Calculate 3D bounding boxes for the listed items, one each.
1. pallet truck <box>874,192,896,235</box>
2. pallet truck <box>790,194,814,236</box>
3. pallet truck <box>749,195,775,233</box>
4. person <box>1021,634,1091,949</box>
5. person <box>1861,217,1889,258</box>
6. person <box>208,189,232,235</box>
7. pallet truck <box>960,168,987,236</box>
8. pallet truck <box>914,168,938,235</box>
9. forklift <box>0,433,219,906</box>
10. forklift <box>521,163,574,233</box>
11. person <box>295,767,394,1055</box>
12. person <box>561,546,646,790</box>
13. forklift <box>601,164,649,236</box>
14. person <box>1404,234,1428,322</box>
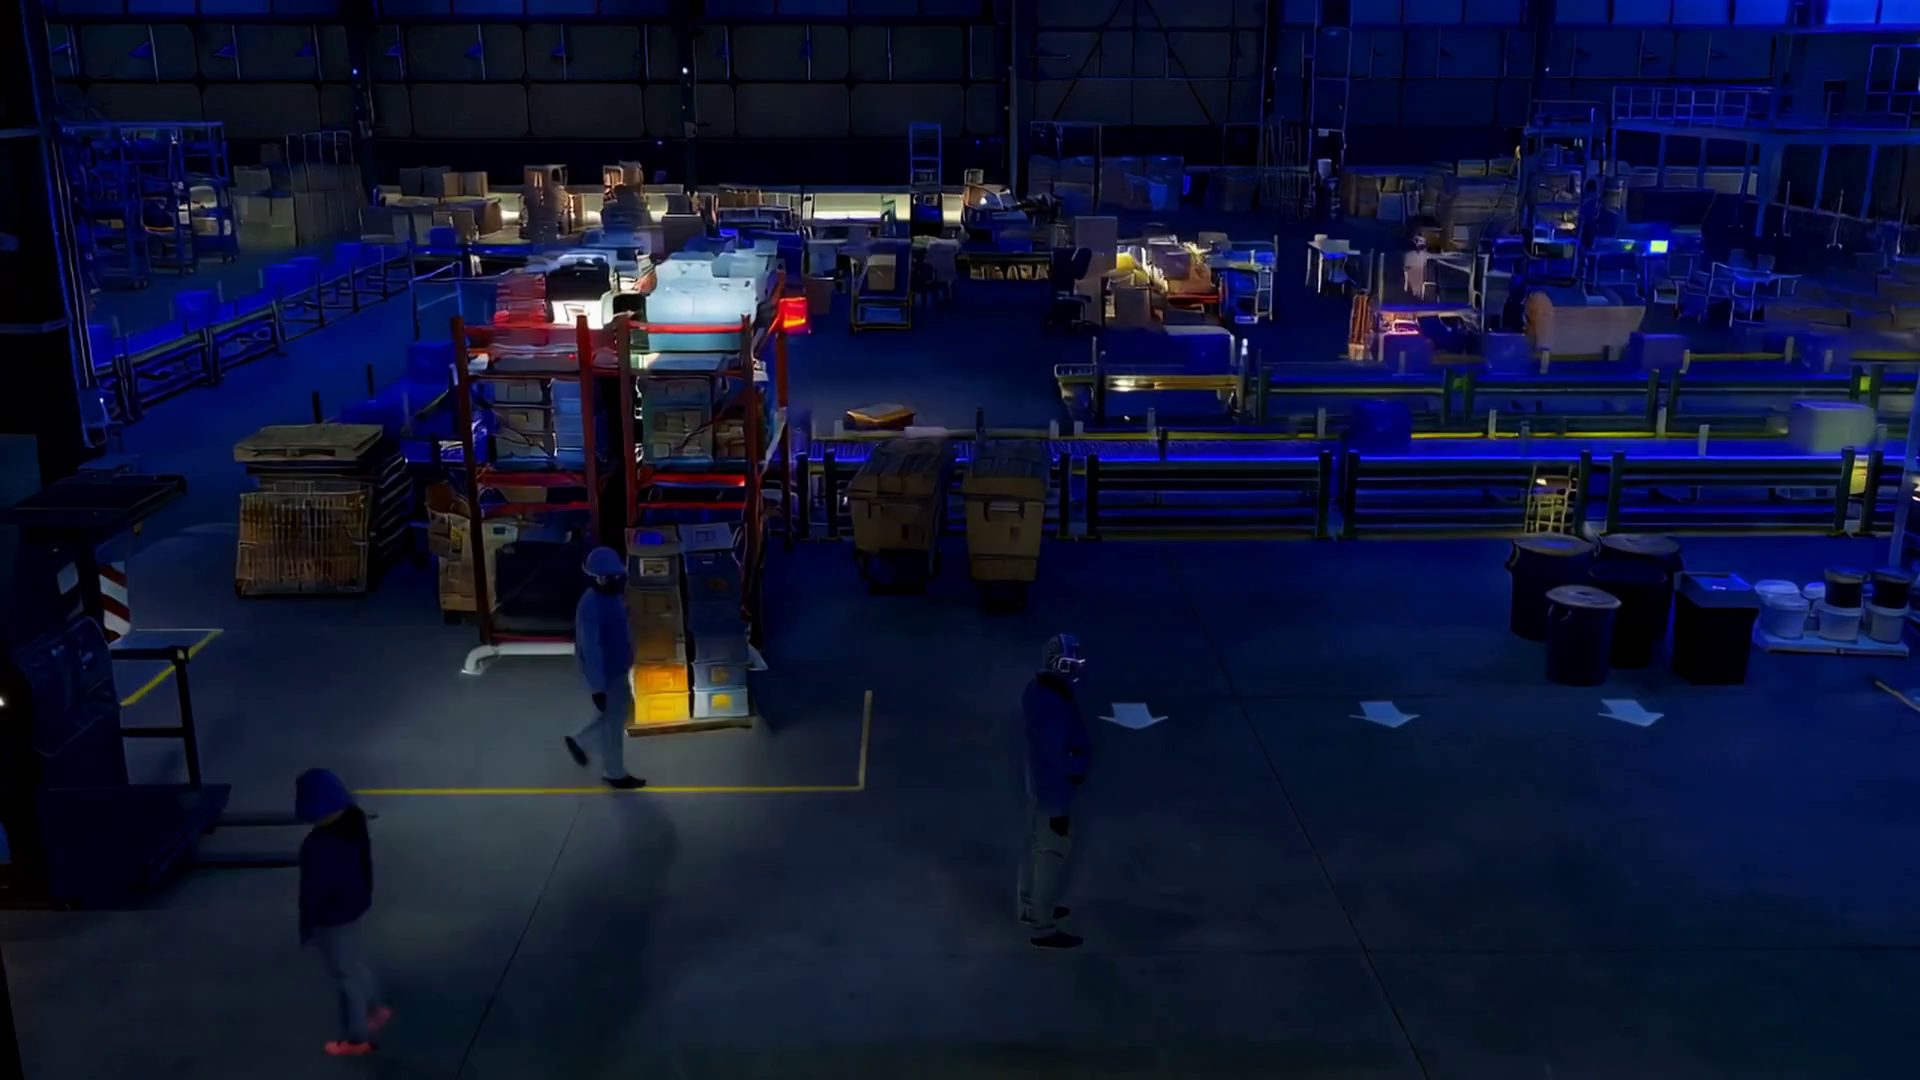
[{"bbox_3d":[-2.277,-9.986,50.594,0.653,1.274,1.630,0,16,-1],"label":"pallet truck"},{"bbox_3d":[-4.814,-9.883,50.259,0.704,1.261,1.522,-1,16,-3],"label":"pallet truck"},{"bbox_3d":[-6.051,-9.967,50.660,0.680,1.201,1.601,0,16,-1],"label":"pallet truck"},{"bbox_3d":[0.566,1.460,9.762,0.397,1.898,0.644,-1,16,-5],"label":"person"},{"bbox_3d":[20.220,-6.263,36.832,0.554,1.750,0.489,12,20,35],"label":"person"},{"bbox_3d":[-20.309,-8.794,45.587,0.592,1.777,0.938,-13,21,-39],"label":"person"},{"bbox_3d":[0.383,-10.230,50.206,0.823,1.965,1.885,-1,16,-3],"label":"pallet truck"},{"bbox_3d":[-0.989,-10.316,50.507,0.823,1.965,1.885,1,16,3],"label":"pallet truck"},{"bbox_3d":[-5.952,0.780,10.366,1.873,2.768,1.129,0,16,-1],"label":"forklift"},{"bbox_3d":[-12.233,-10.122,49.298,1.157,1.987,2.680,0,16,-1],"label":"forklift"},{"bbox_3d":[-3.234,1.927,8.604,0.343,1.618,0.529,3,16,10],"label":"person"},{"bbox_3d":[-2.571,0.910,11.808,0.542,1.821,0.594,1,16,2],"label":"person"},{"bbox_3d":[-9.948,-10.127,49.296,1.157,1.987,2.680,-1,16,-3],"label":"forklift"},{"bbox_3d":[8.854,-4.989,32.230,0.546,1.860,0.380,-5,17,-17],"label":"person"}]
